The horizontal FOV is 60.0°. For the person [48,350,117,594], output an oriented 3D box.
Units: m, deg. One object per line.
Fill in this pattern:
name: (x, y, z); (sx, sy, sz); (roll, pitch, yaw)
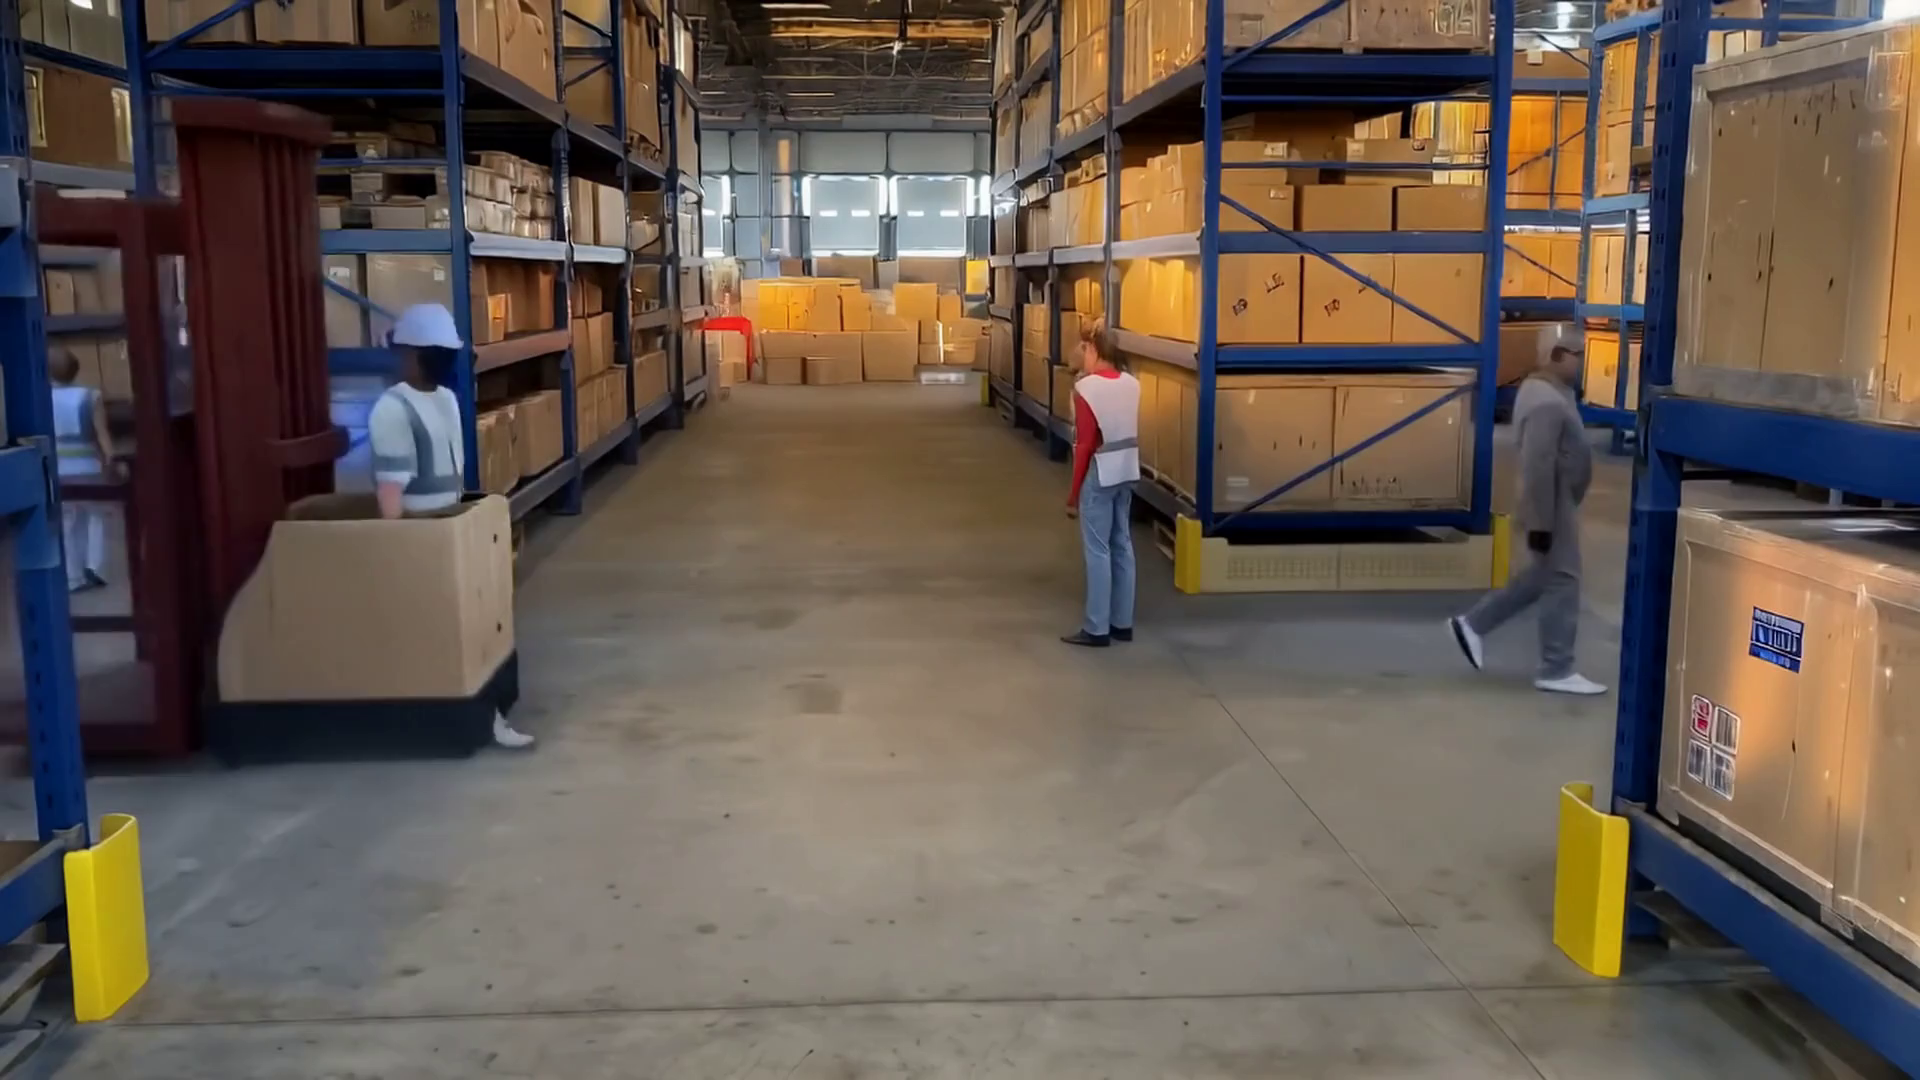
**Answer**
person: (-5.918, -0.454, 11.090); (0.551, 1.619, 0.392); (-2, 9, -14)

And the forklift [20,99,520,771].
forklift: (-3.042, -0.486, 7.379); (1.873, 2.768, 1.129); (-1, 9, -4)

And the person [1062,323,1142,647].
person: (0.824, -0.307, 9.492); (0.388, 1.847, 0.563); (8, 12, 41)

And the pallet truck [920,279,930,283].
pallet truck: (-0.932, -8.922, 63.114); (1.885, 1.965, 0.823); (2, 9, 13)

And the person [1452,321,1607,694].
person: (2.940, -0.164, 8.452); (0.671, 1.891, 0.657); (2, 9, 15)

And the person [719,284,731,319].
person: (-7.925, -7.680, 55.835); (0.992, 1.830, 0.592); (-6, 11, -33)

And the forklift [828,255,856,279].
forklift: (-4.114, -8.592, 58.281); (1.129, 2.768, 1.873); (-6, 11, -31)

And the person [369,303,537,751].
person: (-2.433, -0.042, 7.354); (0.983, 2.012, 0.621); (2, 9, 11)

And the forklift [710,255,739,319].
forklift: (-8.368, -8.713, 59.038); (1.129, 2.768, 1.873); (-1, 9, -4)
